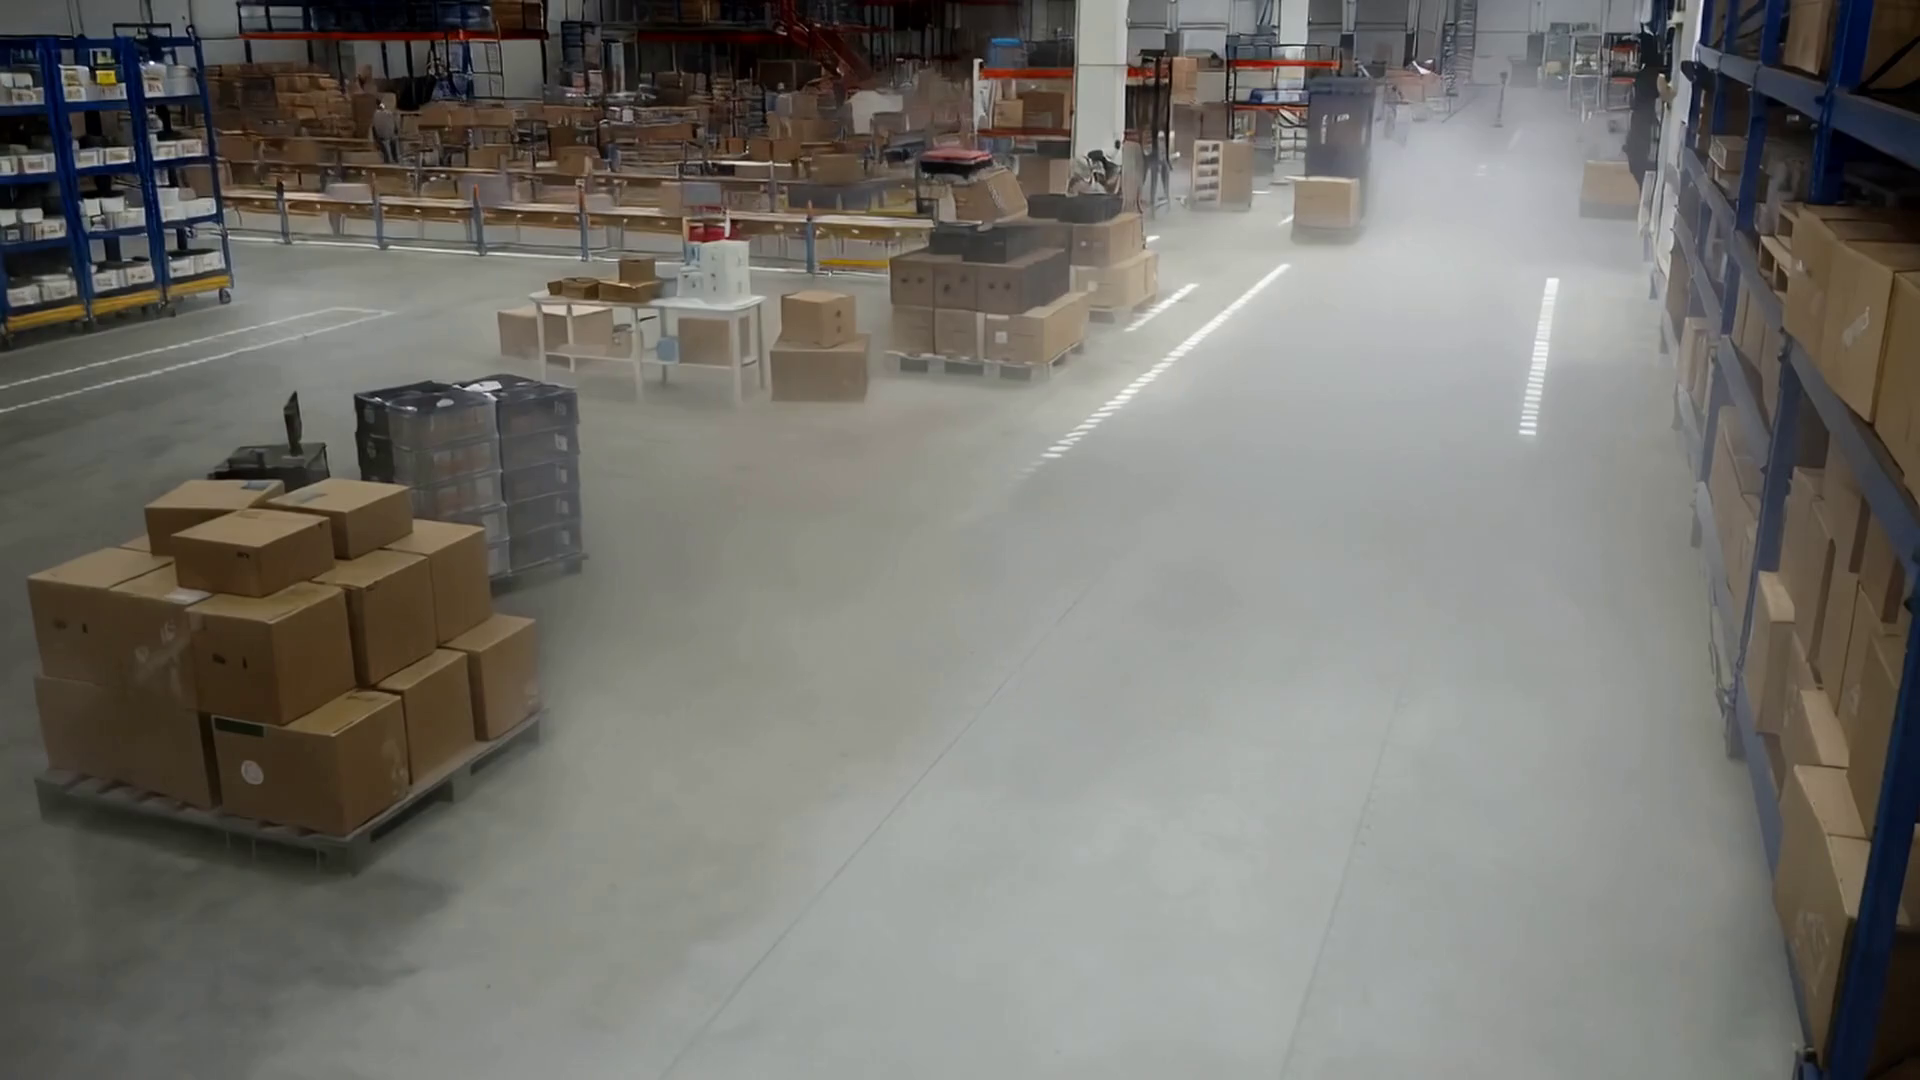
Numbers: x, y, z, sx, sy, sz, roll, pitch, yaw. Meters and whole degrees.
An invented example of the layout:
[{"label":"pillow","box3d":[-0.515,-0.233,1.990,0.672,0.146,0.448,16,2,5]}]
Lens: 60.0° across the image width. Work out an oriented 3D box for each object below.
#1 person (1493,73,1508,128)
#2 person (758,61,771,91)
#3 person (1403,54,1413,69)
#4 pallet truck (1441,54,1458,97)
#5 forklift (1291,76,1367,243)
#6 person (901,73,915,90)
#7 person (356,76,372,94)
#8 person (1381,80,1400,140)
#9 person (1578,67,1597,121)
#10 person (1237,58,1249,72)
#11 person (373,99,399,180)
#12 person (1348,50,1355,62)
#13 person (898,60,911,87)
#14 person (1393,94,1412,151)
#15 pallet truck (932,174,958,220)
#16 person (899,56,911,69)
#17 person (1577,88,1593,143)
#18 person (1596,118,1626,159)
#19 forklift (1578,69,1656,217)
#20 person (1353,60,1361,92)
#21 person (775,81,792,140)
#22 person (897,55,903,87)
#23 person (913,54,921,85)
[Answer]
[{"label":"person","box3d":[18.781,-15.246,57.710,0.315,1.864,0.528,1,18,2]},{"label":"person","box3d":[-8.414,-19.682,71.663,0.581,1.860,0.798,1,18,4]},{"label":"person","box3d":[21.662,-22.560,80.587,0.366,1.927,0.585,-12,21,-33]},{"label":"pallet truck","box3d":[22.765,-21.886,78.355,0.823,1.965,1.885,-4,18,-14]},{"label":"forklift","box3d":[6.598,-6.755,29.381,1.129,2.768,1.873,6,19,19]},{"label":"person","box3d":[-1.855,-15.363,58.136,0.404,1.829,0.588,16,23,40]},{"label":"person","box3d":[-18.606,-13.594,52.345,0.614,1.984,1.101,12,21,34]},{"label":"person","box3d":[13.591,-13.581,52.508,0.576,1.873,0.928,6,19,18]},{"label":"person","box3d":[23.085,-16.423,61.265,0.606,1.958,0.379,5,18,16]},{"label":"person","box3d":[12.626,-20.795,74.859,0.673,2.000,0.536,13,22,35]},{"label":"person","box3d":[-13.793,-9.598,39.916,0.644,1.899,0.396,5,18,16]},{"label":"person","box3d":[21.620,-26.097,91.841,0.429,1.842,0.632,-1,18,-2]},{"label":"person","box3d":[-2.339,-19.413,70.711,0.598,1.929,1.063,-4,18,-14]},{"label":"person","box3d":[12.860,-12.122,48.306,0.538,1.606,0.730,5,18,16]},{"label":"pallet truck","box3d":[-0.507,-5.292,27.348,0.653,1.274,1.630,6,19,19]},{"label":"person","box3d":[-2.634,-22.279,79.801,0.611,1.868,0.420,0,18,0]},{"label":"person","box3d":[19.335,-13.126,51.411,0.313,1.639,0.523,-1,18,-3]},{"label":"person","box3d":[14.024,-8.191,35.787,0.528,1.709,0.940,-5,18,-14]},{"label":"forklift","box3d":[13.219,-7.740,32.475,1.873,2.768,1.129,6,19,18]},{"label":"person","box3d":[16.654,-19.151,69.889,0.398,1.928,0.541,7,19,22]},{"label":"person","box3d":[-5.293,-12.807,49.965,0.563,1.920,0.464,3,18,8]},{"label":"person","box3d":[-2.902,-23.191,82.732,0.507,1.836,0.369,-3,18,-10]},{"label":"person","box3d":[-2.022,-22.417,80.152,0.597,1.918,0.382,-11,21,-30]}]
